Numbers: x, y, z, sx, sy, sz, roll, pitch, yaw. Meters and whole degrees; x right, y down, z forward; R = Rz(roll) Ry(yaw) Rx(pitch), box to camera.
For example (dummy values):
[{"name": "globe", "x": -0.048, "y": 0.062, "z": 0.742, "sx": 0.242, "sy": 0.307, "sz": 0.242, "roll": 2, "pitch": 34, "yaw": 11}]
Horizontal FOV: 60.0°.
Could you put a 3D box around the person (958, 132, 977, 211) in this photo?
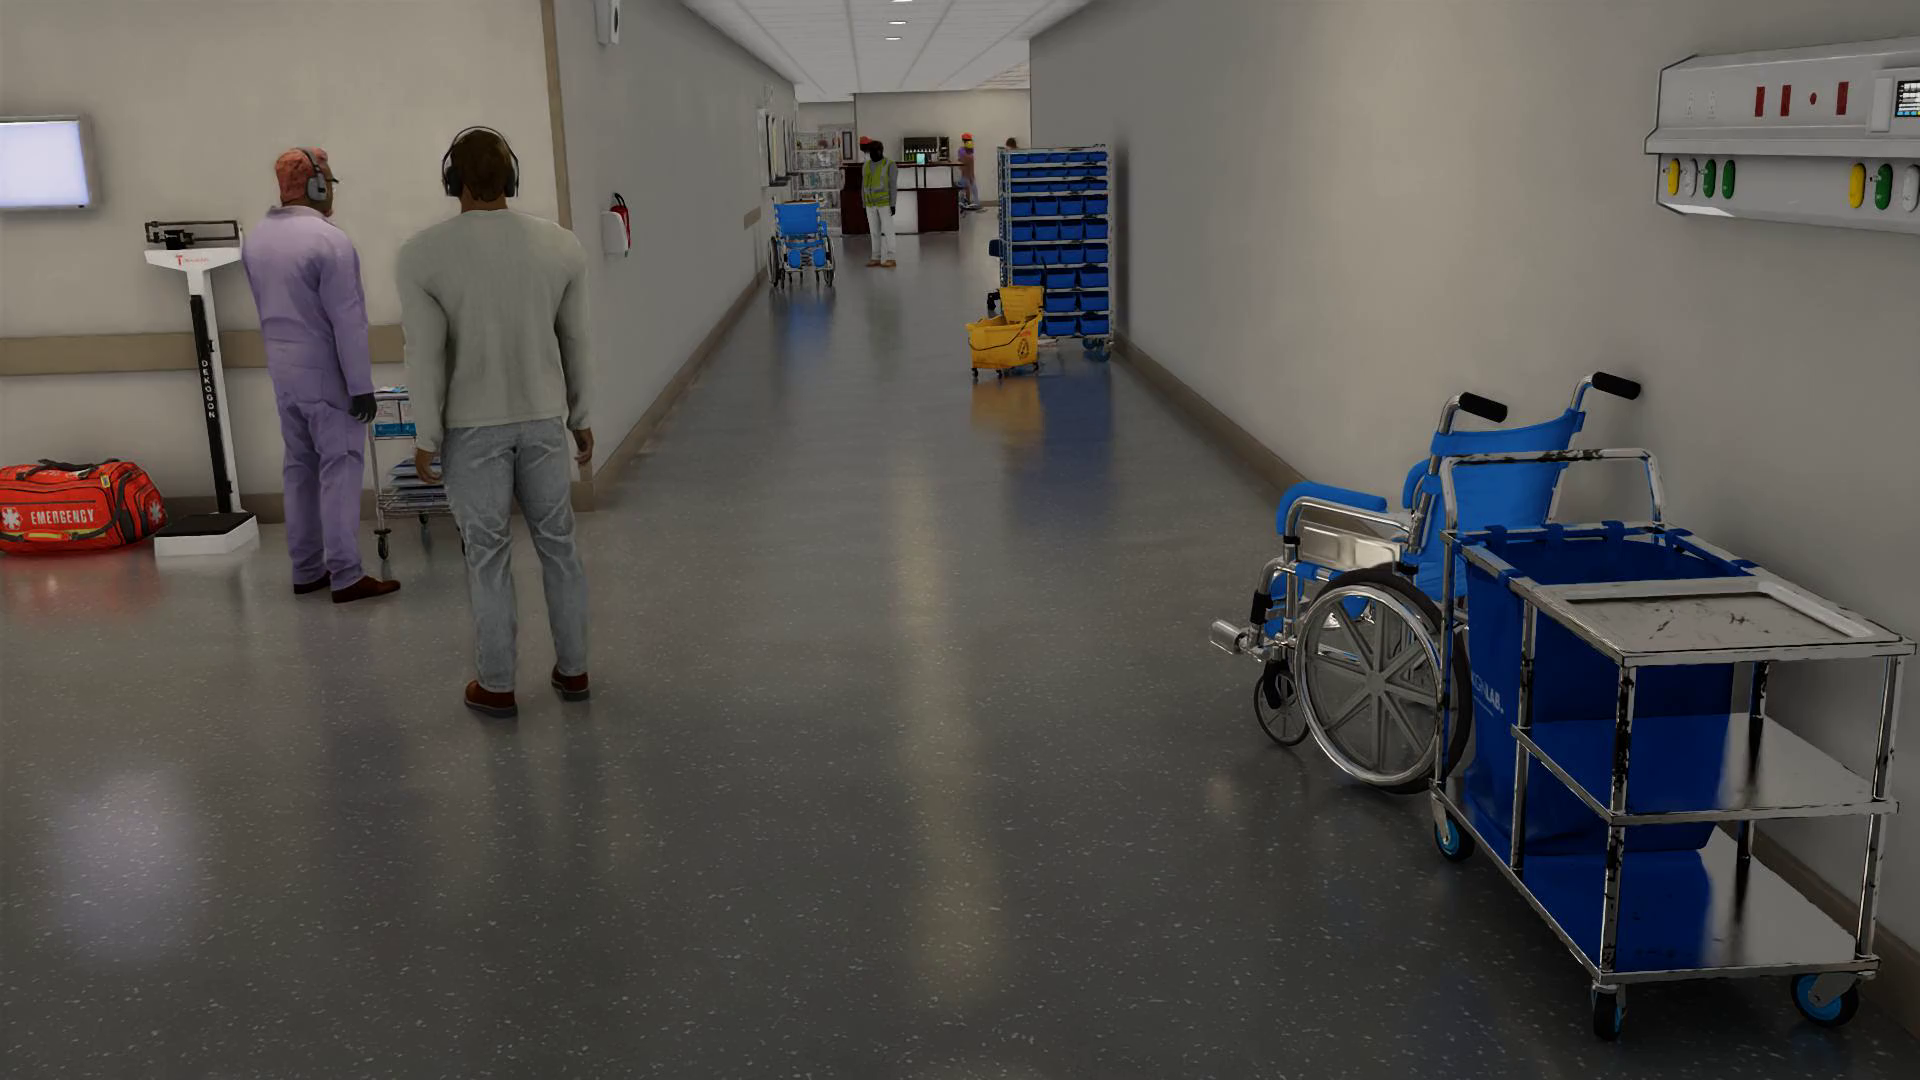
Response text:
[{"name": "person", "x": 0.185, "y": -9.245, "z": 41.775, "sx": 0.363, "sy": 1.934, "sz": 0.552, "roll": -10, "pitch": 16, "yaw": -30}]

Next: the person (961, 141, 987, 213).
[{"name": "person", "x": 0.185, "y": -8.780, "z": 40.310, "sx": 0.924, "sy": 1.724, "sz": 0.534, "roll": -11, "pitch": 17, "yaw": -34}]

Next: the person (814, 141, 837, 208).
[{"name": "person", "x": -3.552, "y": -9.672, "z": 44.121, "sx": 0.619, "sy": 1.861, "sz": 0.564, "roll": -1, "pitch": 14, "yaw": 4}]

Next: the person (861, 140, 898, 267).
[{"name": "person", "x": -1.188, "y": -4.922, "z": 24.402, "sx": 0.619, "sy": 1.836, "sz": 0.430, "roll": 7, "pitch": 16, "yaw": 32}]

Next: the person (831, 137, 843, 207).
[{"name": "person", "x": -3.420, "y": -10.226, "z": 46.229, "sx": 0.371, "sy": 1.939, "sz": 0.543, "roll": 6, "pitch": 16, "yaw": 28}]

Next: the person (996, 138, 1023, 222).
[{"name": "person", "x": 1.115, "y": -7.709, "z": 35.674, "sx": 0.567, "sy": 1.783, "sz": 1.005, "roll": -8, "pitch": 15, "yaw": -26}]

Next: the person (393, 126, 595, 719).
[{"name": "person", "x": -1.507, "y": -0.375, "z": 5.514, "sx": 0.635, "sy": 1.939, "sz": 0.362, "roll": -10, "pitch": 16, "yaw": -32}]

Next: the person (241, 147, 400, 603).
[{"name": "person", "x": -2.684, "y": -0.688, "z": 7.041, "sx": 0.647, "sy": 1.900, "sz": 0.397, "roll": 8, "pitch": 17, "yaw": 35}]

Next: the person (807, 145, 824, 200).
[{"name": "person", "x": -4.508, "y": -11.508, "z": 52.103, "sx": 0.627, "sy": 1.719, "sz": 0.339, "roll": -6, "pitch": 14, "yaw": -16}]
